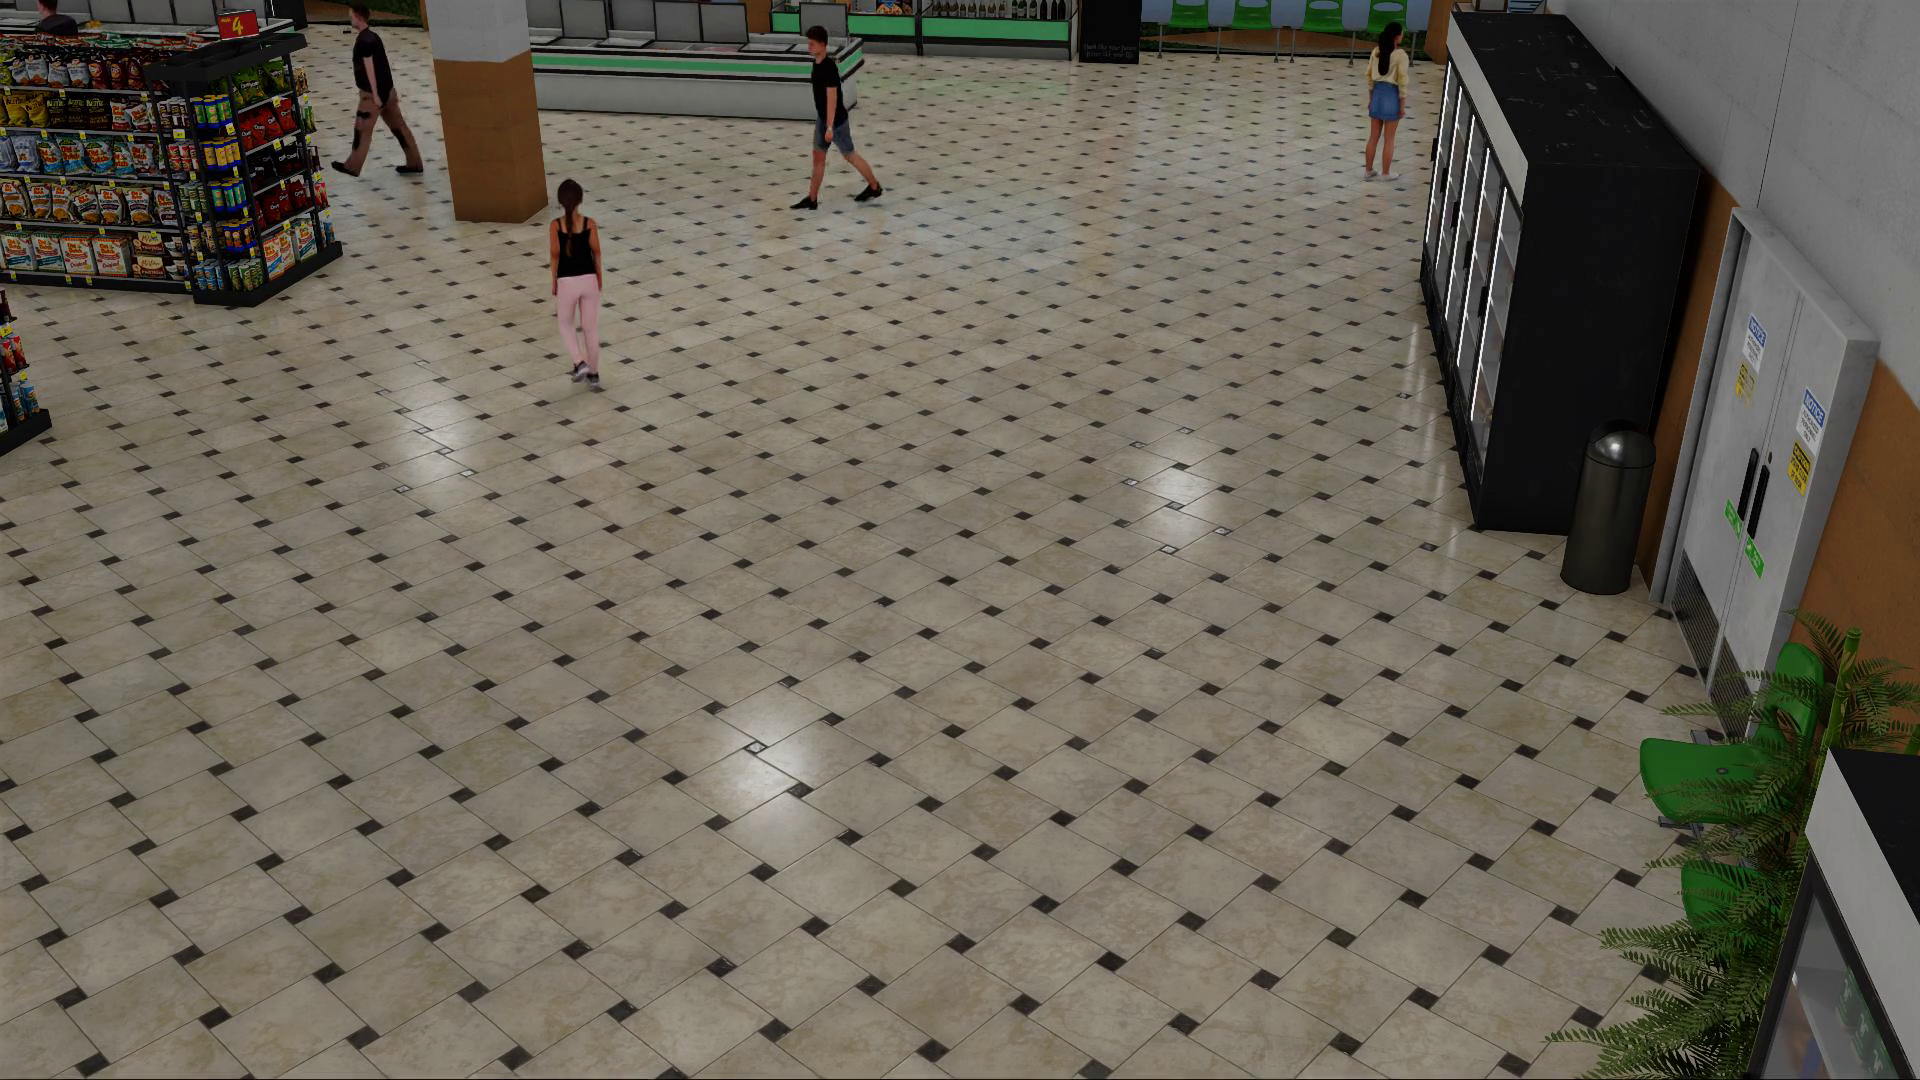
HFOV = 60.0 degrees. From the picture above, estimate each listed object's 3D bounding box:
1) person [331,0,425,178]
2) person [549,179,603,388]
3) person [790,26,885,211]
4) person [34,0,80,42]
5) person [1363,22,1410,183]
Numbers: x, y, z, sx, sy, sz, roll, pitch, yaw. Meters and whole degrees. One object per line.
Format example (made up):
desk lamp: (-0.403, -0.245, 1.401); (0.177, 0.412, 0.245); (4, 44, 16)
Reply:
person: (-6.049, -4.719, 17.557); (1.193, 1.796, 0.866); (-1, 27, -2)
person: (-2.784, -1.836, 12.145); (0.696, 1.549, 0.743); (-10, 29, -19)
person: (-1.164, -4.132, 16.417); (1.328, 1.779, 1.191); (-13, 29, -23)
person: (-9.648, -4.992, 18.089); (1.178, 1.802, 0.743); (6, 27, 11)
person: (4.493, -4.625, 17.553); (0.787, 1.632, 0.695); (-23, 35, -38)
